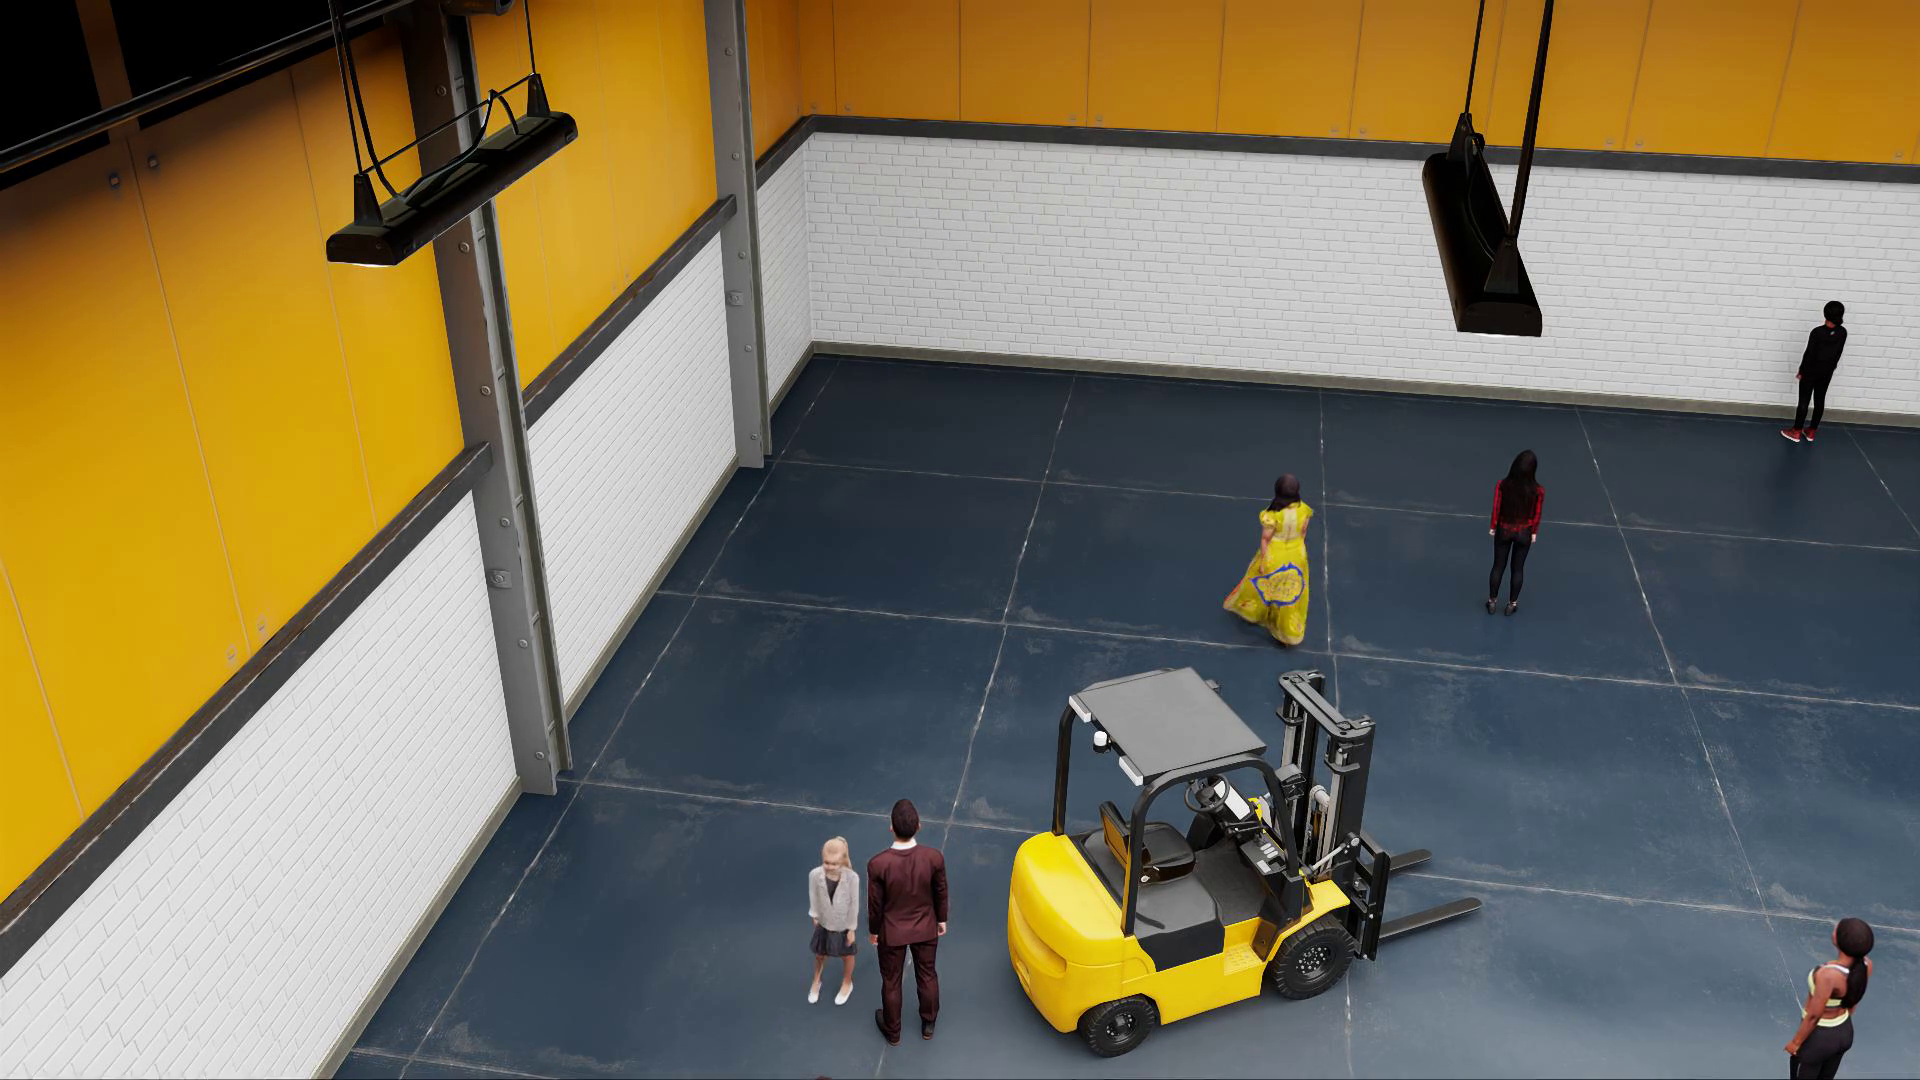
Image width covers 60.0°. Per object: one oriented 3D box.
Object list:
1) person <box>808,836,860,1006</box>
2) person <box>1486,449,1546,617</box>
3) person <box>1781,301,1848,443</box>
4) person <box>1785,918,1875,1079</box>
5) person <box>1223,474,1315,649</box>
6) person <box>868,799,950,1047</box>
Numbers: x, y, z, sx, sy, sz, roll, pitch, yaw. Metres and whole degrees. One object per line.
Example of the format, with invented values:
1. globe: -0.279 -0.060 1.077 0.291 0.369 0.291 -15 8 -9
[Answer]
1. person: -0.796 2.495 11.054 0.509 1.271 0.548 6 29 11
2. person: 5.110 -0.062 15.339 0.611 1.657 0.544 9 30 15
3. person: 9.650 -1.902 18.695 0.653 1.675 0.637 -3 29 -5
4. person: 5.070 2.927 9.757 0.641 1.755 0.667 -11 31 -19
5. person: 2.905 0.225 14.850 1.083 1.623 1.251 -8 30 -15
6. person: -0.332 2.434 10.546 0.770 1.866 0.754 -7 29 -12
